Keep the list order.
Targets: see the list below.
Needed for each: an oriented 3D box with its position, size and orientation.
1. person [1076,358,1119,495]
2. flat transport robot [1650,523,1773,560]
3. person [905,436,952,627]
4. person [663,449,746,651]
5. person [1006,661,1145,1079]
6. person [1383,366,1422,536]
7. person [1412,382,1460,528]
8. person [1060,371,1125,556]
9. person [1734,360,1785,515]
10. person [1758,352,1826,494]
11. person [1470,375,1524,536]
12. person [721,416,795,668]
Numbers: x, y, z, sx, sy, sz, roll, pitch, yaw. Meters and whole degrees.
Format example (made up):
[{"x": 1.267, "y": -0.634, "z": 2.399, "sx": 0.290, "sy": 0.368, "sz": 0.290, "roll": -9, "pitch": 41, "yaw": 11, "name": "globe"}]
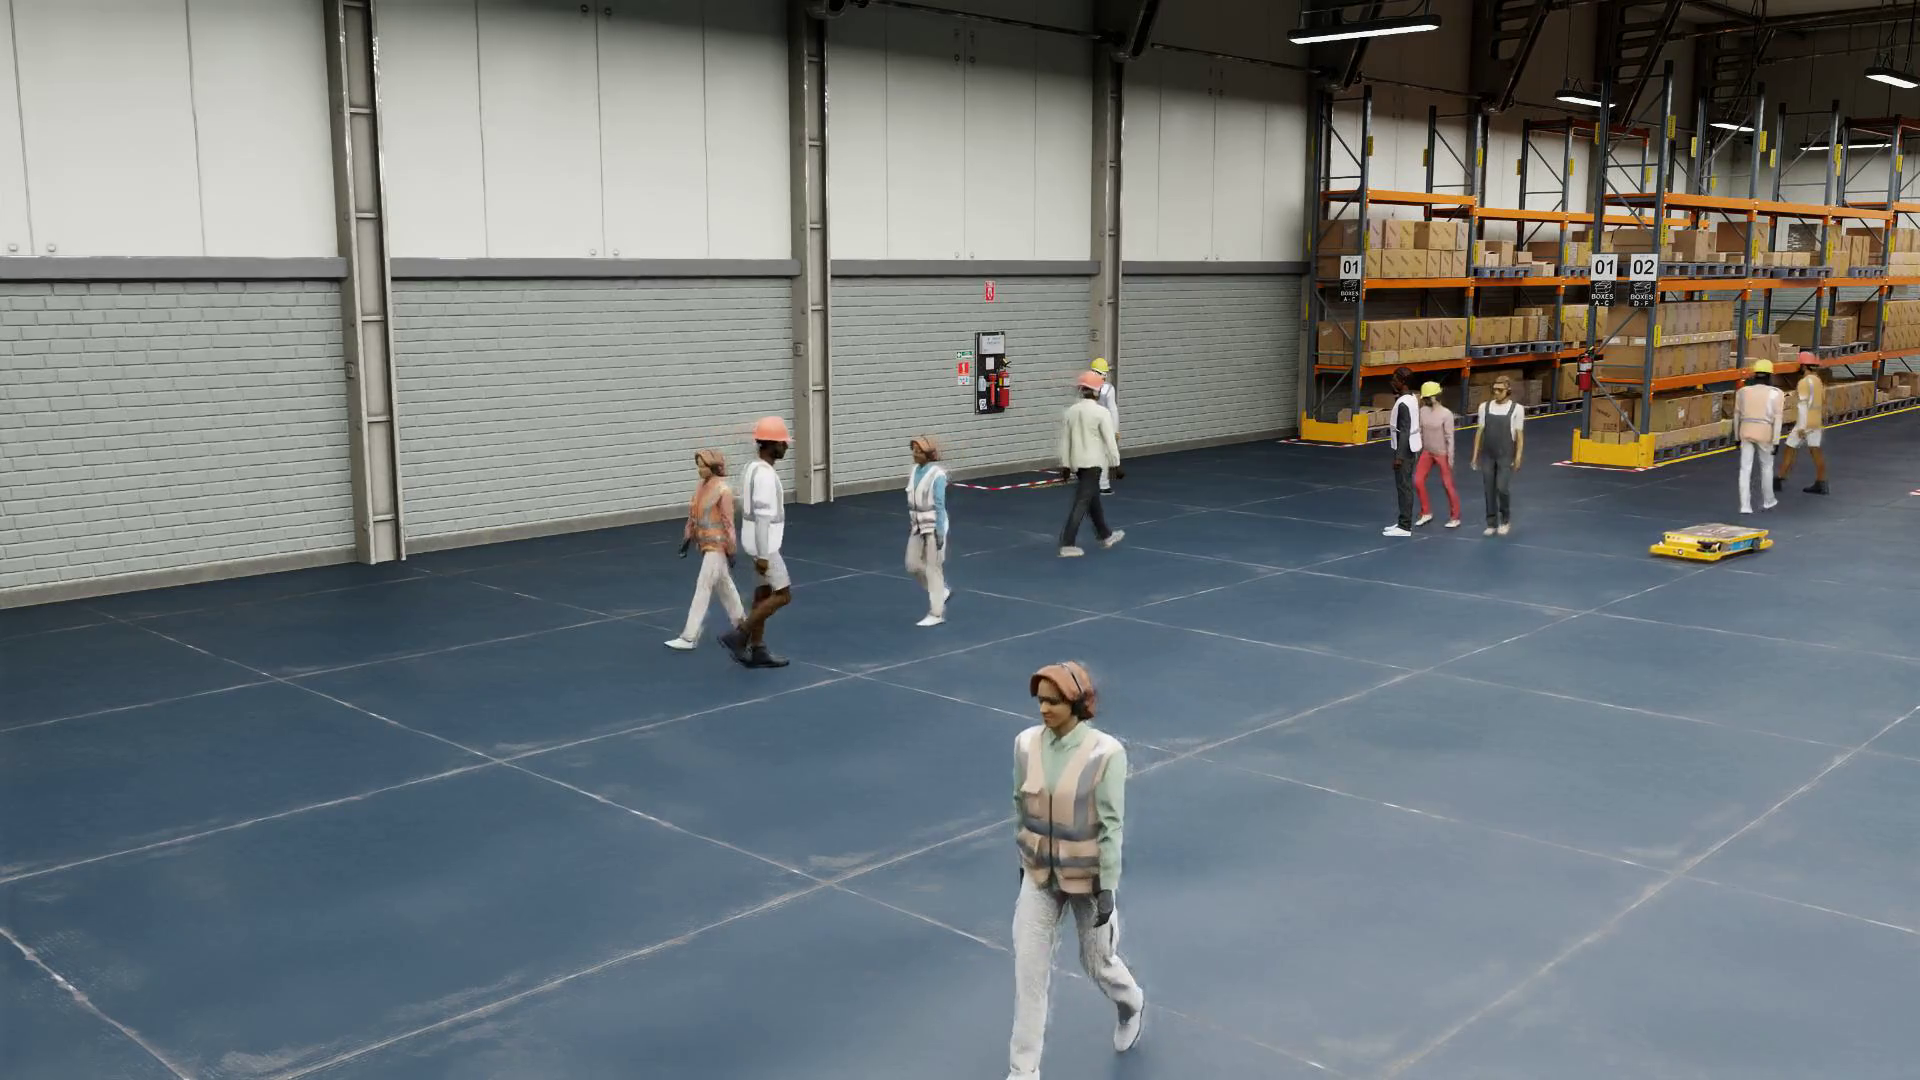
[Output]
[{"x": 1.837, "y": -1.502, "z": 22.199, "sx": 0.611, "sy": 1.826, "sz": 0.404, "roll": 7, "pitch": 12, "yaw": 36, "name": "person"}, {"x": 8.012, "y": 0.006, "z": 17.695, "sx": 1.431, "sy": 0.197, "sz": 0.652, "roll": -8, "pitch": 12, "yaw": -40, "name": "flat transport robot"}, {"x": -0.245, "y": -0.077, "z": 14.076, "sx": 0.407, "sy": 1.626, "sz": 0.531, "roll": -7, "pitch": 12, "yaw": -36, "name": "person"}, {"x": -2.014, "y": 0.073, "z": 13.272, "sx": 0.832, "sy": 1.594, "sz": 0.521, "roll": -6, "pitch": 11, "yaw": -31, "name": "person"}, {"x": 0.429, "y": 1.228, "z": 6.176, "sx": 0.516, "sy": 1.612, "sz": 0.734, "roll": 7, "pitch": 11, "yaw": 35, "name": "person"}, {"x": 5.020, "y": -0.998, "z": 18.809, "sx": 0.391, "sy": 1.920, "sz": 0.587, "roll": 3, "pitch": 10, "yaw": 20, "name": "person"}, {"x": 5.543, "y": -0.992, "z": 19.385, "sx": 0.674, "sy": 1.705, "sz": 0.540, "roll": -6, "pitch": 11, "yaw": -31, "name": "person"}, {"x": 1.407, "y": -0.810, "z": 17.614, "sx": 1.040, "sy": 1.940, "sz": 0.617, "roll": -7, "pitch": 11, "yaw": -35, "name": "person"}, {"x": 9.901, "y": -1.276, "z": 20.585, "sx": 0.598, "sy": 1.885, "sz": 0.917, "roll": 8, "pitch": 12, "yaw": 41, "name": "person"}, {"x": 11.315, "y": -1.582, "z": 22.430, "sx": 0.568, "sy": 1.891, "sz": 0.930, "roll": -7, "pitch": 12, "yaw": -37, "name": "person"}, {"x": 6.040, "y": -0.935, "z": 18.715, "sx": 0.520, "sy": 1.830, "sz": 0.437, "roll": 8, "pitch": 12, "yaw": 39, "name": "person"}, {"x": -1.481, "y": 0.036, "z": 12.478, "sx": 0.523, "sy": 1.922, "sz": 0.555, "roll": -3, "pitch": 10, "yaw": -16, "name": "person"}]
